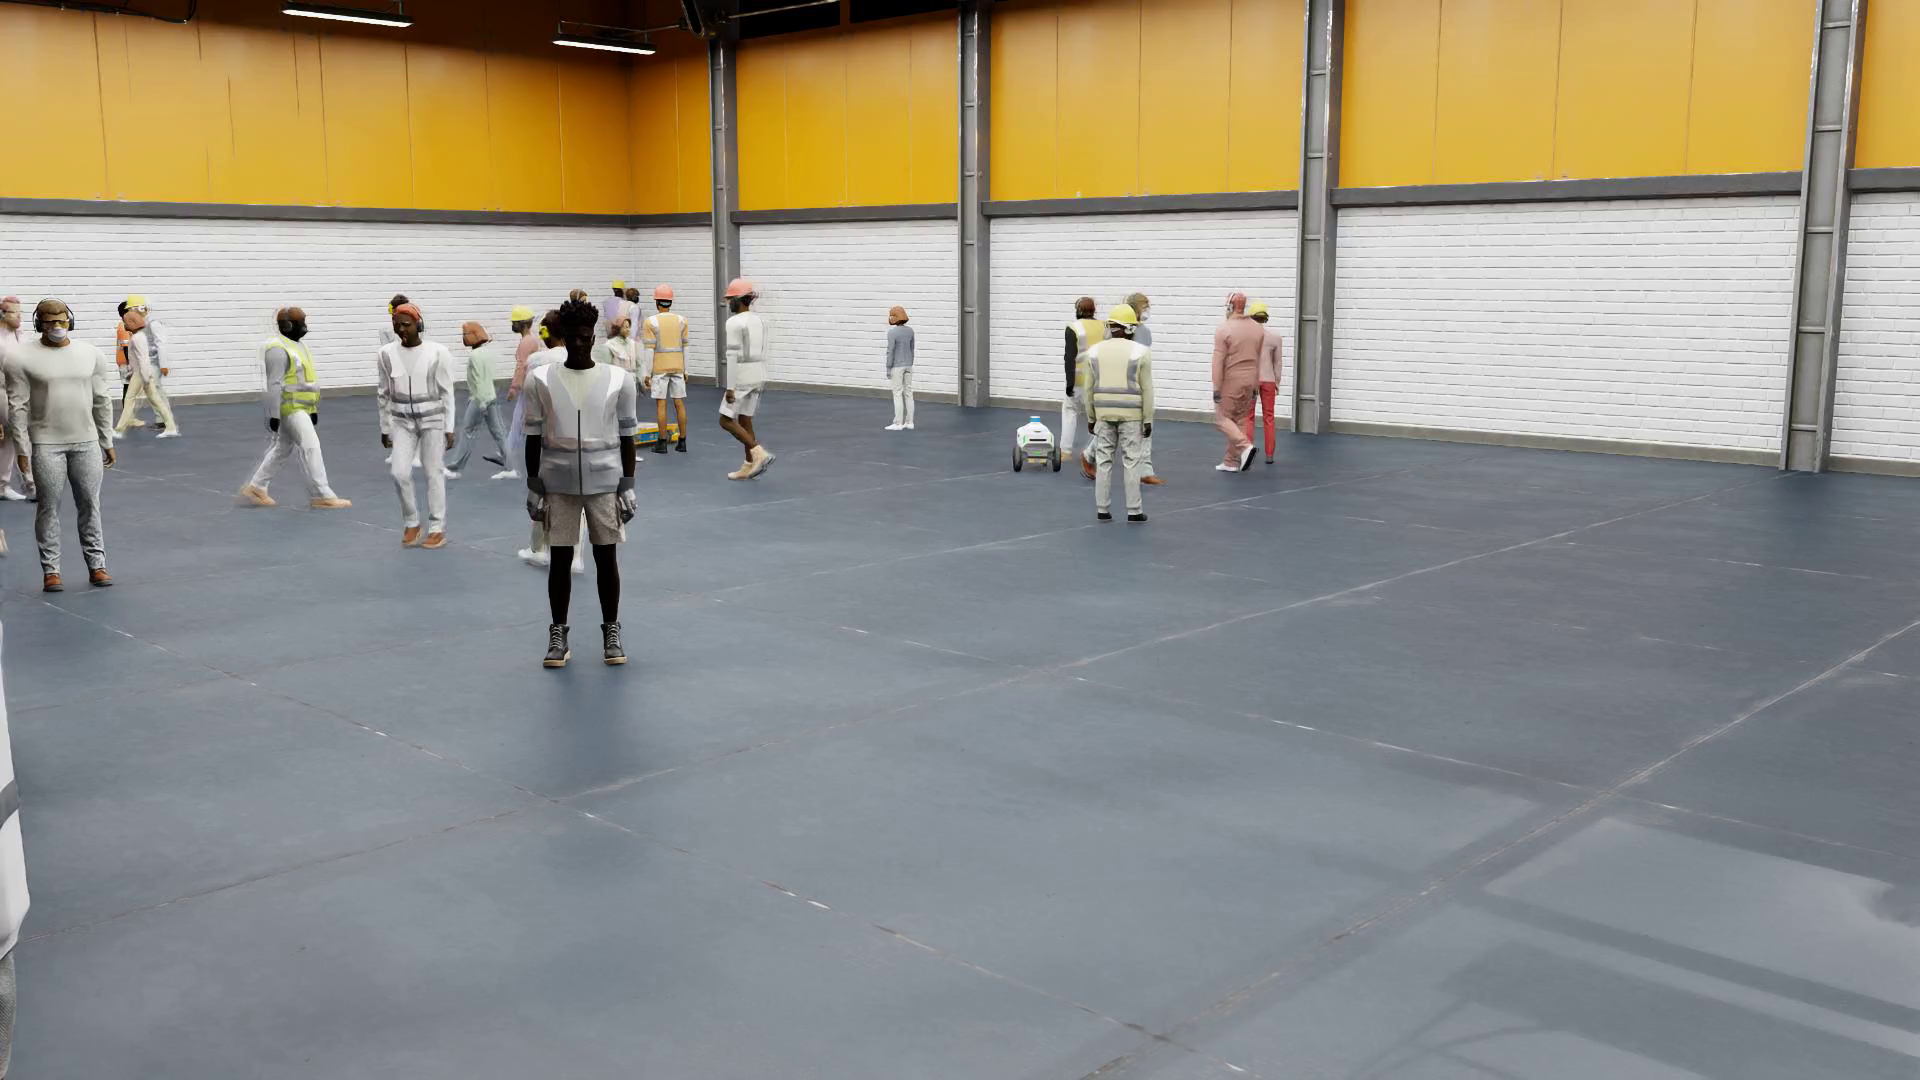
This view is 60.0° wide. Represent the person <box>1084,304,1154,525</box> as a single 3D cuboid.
[{"bbox_3d":[1.329,-1.037,13.817,0.592,1.828,0.404,4,10,25],"label":"person"}]

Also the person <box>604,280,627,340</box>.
[{"bbox_3d":[-6.304,-3.837,30.729,0.581,1.919,0.405,5,10,27],"label":"person"}]

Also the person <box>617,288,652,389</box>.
[{"bbox_3d":[-5.820,-3.530,29.258,0.988,1.792,0.629,-8,12,-42],"label":"person"}]

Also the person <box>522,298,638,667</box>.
[{"bbox_3d":[-2.020,-0.301,8.888,0.605,1.966,0.367,-2,9,-11],"label":"person"}]

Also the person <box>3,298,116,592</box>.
[{"bbox_3d":[-5.932,-0.628,11.006,0.629,1.933,0.356,-9,13,-43],"label":"person"}]

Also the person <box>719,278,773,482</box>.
[{"bbox_3d":[-2.125,-1.567,16.465,0.493,2.023,0.627,4,10,22],"label":"person"}]

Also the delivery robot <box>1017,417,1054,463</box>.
[{"bbox_3d":[0.795,-1.062,17.580,0.477,0.478,0.707,0,9,-2],"label":"delivery robot"}]

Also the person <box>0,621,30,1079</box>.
[{"bbox_3d":[-1.832,0.692,2.886,0.371,1.935,0.551,-3,10,-16],"label":"person"}]

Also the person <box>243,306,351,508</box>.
[{"bbox_3d":[-5.958,-1.169,14.741,0.961,1.803,0.636,0,9,-3],"label":"person"}]

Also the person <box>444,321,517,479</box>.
[{"bbox_3d":[-4.886,-1.389,16.703,0.847,1.592,0.508,0,9,0],"label":"person"}]

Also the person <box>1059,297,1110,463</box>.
[{"bbox_3d":[1.327,-1.748,18.237,0.653,1.807,0.825,-6,11,-33],"label":"person"}]

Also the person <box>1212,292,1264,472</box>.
[{"bbox_3d":[2.870,-1.612,17.163,0.650,1.886,0.657,-6,11,-33],"label":"person"}]

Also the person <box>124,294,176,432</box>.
[{"bbox_3d":[-10.545,-2.299,21.670,0.612,1.798,0.547,9,13,43],"label":"person"}]

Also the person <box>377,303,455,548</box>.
[{"bbox_3d":[-4.104,-0.851,12.574,0.615,1.865,0.472,0,9,-1],"label":"person"}]

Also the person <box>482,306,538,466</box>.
[{"bbox_3d":[-4.631,-1.611,17.653,0.916,1.715,0.541,-1,9,-9],"label":"person"}]

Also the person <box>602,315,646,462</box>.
[{"bbox_3d":[-3.801,-1.683,18.434,0.688,1.616,0.512,4,10,25],"label":"person"}]

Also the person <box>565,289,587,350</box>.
[{"bbox_3d":[-5.339,-2.577,23.223,0.343,1.842,0.507,-3,10,-15],"label":"person"}]

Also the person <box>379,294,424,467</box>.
[{"bbox_3d":[-6.028,-1.719,17.947,0.551,1.843,0.711,-7,12,-37],"label":"person"}]

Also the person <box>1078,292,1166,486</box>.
[{"bbox_3d":[1.605,-1.486,16.381,0.902,1.910,0.637,8,12,42],"label":"person"}]

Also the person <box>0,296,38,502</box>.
[{"bbox_3d":[-8.510,-1.269,15.116,0.870,1.870,0.675,0,9,-1],"label":"person"}]

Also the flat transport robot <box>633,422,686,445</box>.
[{"bbox_3d":[-3.966,-1.263,19.967,0.652,0.197,1.431,4,10,24],"label":"flat transport robot"}]

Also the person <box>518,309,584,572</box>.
[{"bbox_3d":[-2.892,-0.710,11.793,0.551,1.828,0.826,-7,12,-38],"label":"person"}]

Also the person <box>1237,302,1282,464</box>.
[{"bbox_3d":[3.236,-1.701,18.082,0.522,1.768,0.313,-1,9,-5],"label":"person"}]

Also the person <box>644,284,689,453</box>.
[{"bbox_3d":[-3.387,-1.965,19.169,0.543,1.939,0.362,-6,11,-31],"label":"person"}]

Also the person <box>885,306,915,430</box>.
[{"bbox_3d":[-0.793,-2.261,21.950,0.277,1.628,0.500,8,12,41],"label":"person"}]

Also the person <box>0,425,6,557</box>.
[{"bbox_3d":[-7.444,-0.847,12.180,0.879,1.985,0.664,1,9,8],"label":"person"}]

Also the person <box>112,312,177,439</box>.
[{"bbox_3d":[-10.271,-2.047,20.764,0.867,1.587,0.503,-3,10,-17],"label":"person"}]

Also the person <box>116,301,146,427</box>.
[{"bbox_3d":[-11.158,-2.359,22.341,0.319,1.692,0.533,-4,10,-24],"label":"person"}]
